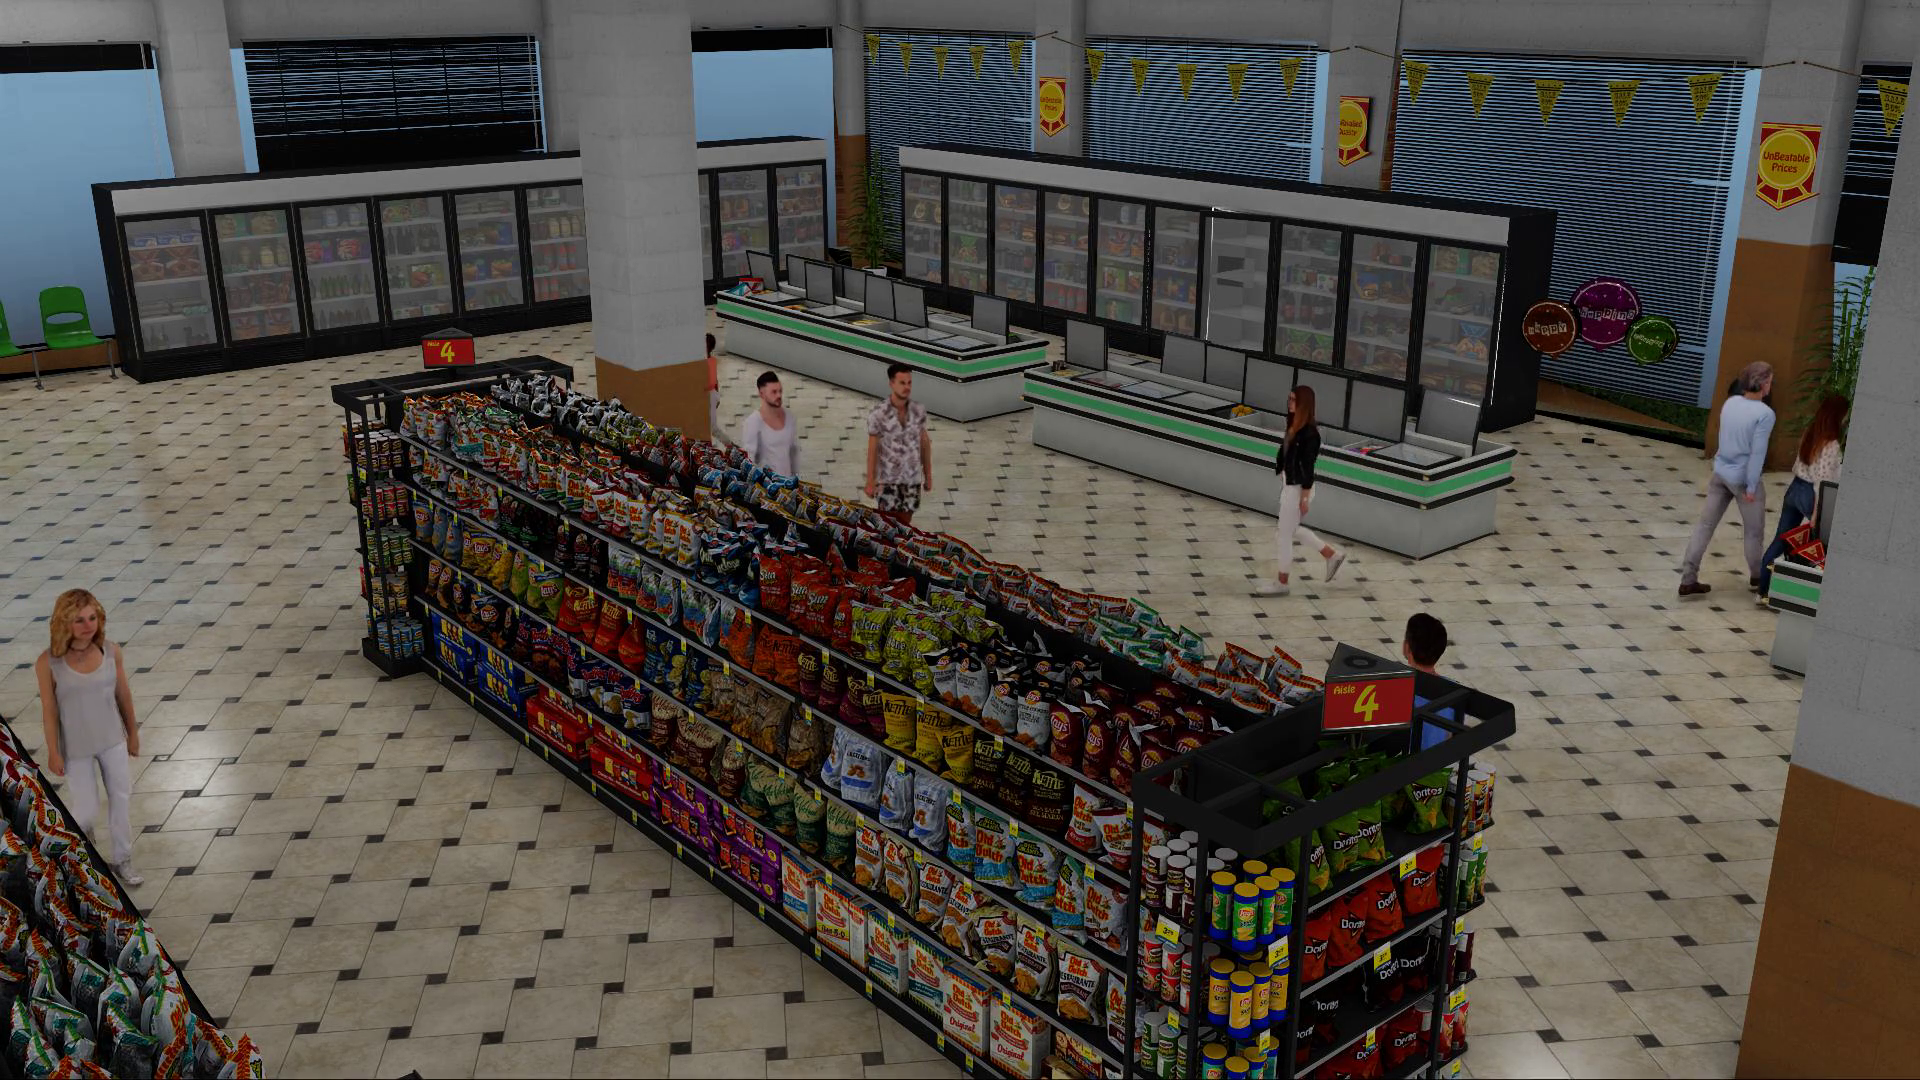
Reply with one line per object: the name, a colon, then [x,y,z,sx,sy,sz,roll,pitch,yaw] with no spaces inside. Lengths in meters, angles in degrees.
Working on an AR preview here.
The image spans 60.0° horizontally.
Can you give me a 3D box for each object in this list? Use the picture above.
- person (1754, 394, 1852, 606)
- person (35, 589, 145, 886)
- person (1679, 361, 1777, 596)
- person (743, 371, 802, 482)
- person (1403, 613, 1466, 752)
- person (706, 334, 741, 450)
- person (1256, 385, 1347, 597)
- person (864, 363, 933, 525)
person: [6.353,-0.268,12.644,1.023,1.680,1.099,-4,19,-11]
person: [-4.625,1.035,8.817,0.623,1.657,0.771,-17,25,-40]
person: [5.924,-0.422,12.851,0.938,1.839,1.219,-8,20,-23]
person: [-1.491,-0.425,12.877,0.794,1.830,0.743,15,24,37]
person: [2.148,1.270,7.819,0.819,1.849,0.973,-7,20,-19]
person: [-2.474,-1.406,16.618,0.929,1.299,0.769,6,20,17]
person: [2.697,-0.376,12.962,1.000,1.683,0.982,0,19,-1]
person: [-0.545,-0.542,13.268,0.753,1.801,0.710,-10,21,-27]
